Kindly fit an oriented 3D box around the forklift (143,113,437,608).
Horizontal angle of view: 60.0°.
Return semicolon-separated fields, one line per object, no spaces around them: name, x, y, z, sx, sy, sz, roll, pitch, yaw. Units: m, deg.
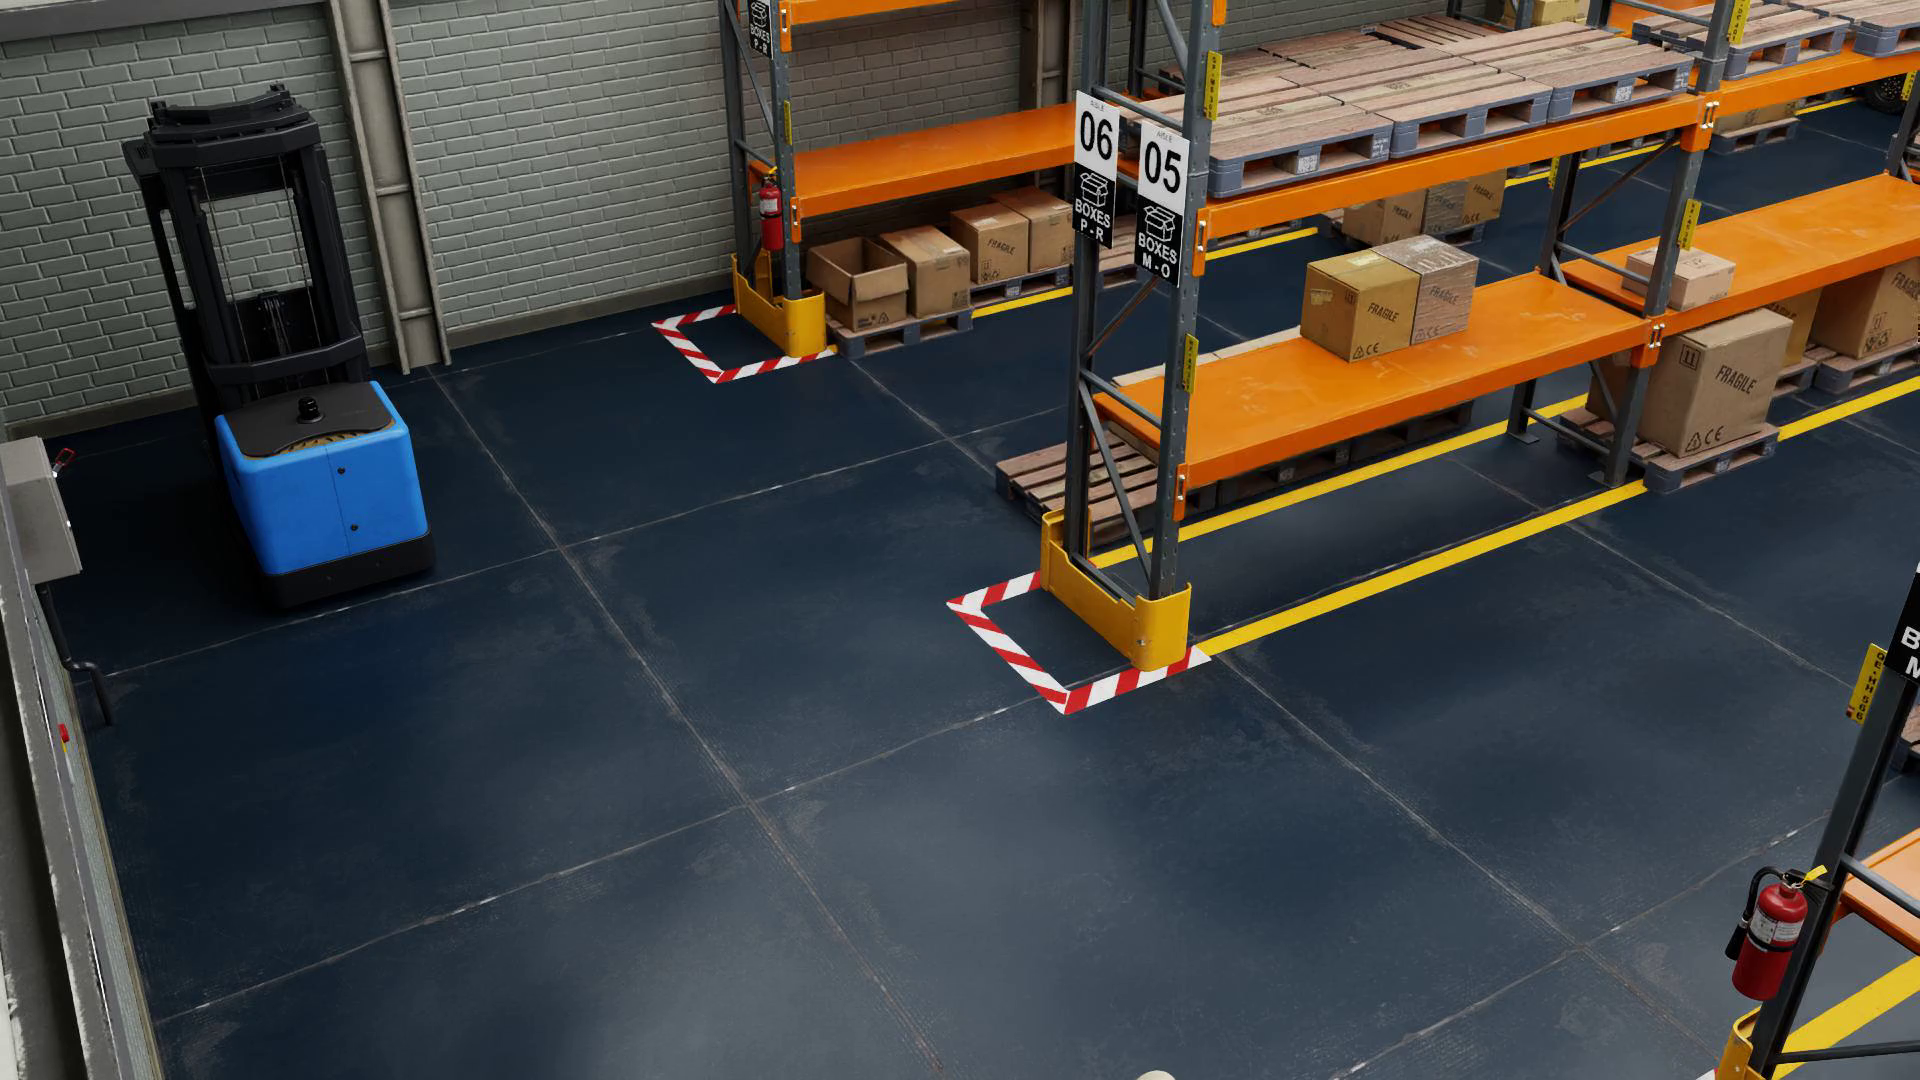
forklift;-4.289;-1.259;10.509;1.129;2.768;1.873;-17;36;-26

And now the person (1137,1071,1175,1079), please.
person;0.587;2.402;5.602;0.605;1.797;0.374;-20;37;-29

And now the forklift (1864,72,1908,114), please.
forklift;11.468;-5.645;18.244;1.214;2.155;2.313;-17;36;-26
